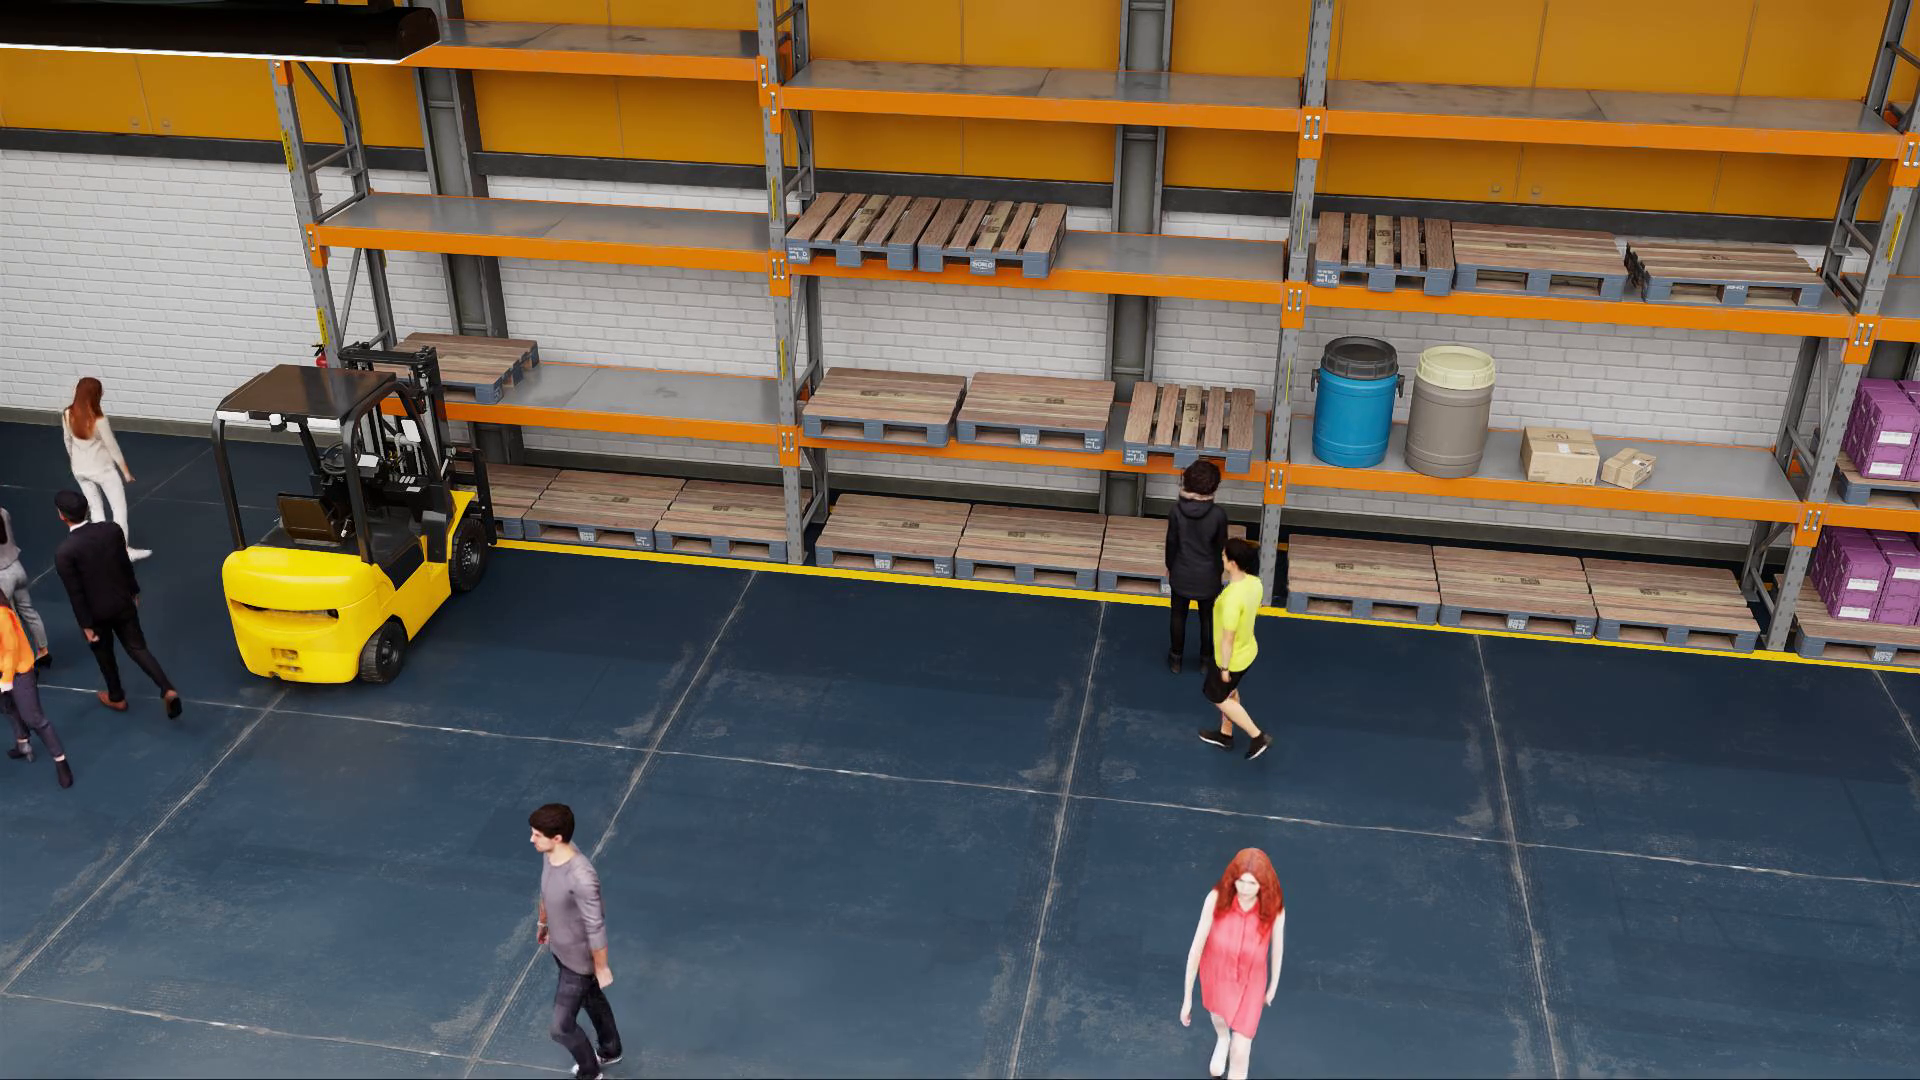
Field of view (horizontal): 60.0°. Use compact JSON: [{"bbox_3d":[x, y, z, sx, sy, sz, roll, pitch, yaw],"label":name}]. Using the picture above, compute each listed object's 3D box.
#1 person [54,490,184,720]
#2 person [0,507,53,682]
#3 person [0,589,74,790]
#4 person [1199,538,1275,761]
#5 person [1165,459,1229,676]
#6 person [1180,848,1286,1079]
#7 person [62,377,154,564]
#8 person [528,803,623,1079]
[{"bbox_3d":[-6.046,0.500,11.907,1.255,1.859,1.013,17,33,29],"label":"person"},{"bbox_3d":[-7.154,0.315,12.436,0.567,1.677,0.612,4,29,7],"label":"person"},{"bbox_3d":[-6.519,0.861,11.378,1.033,1.732,0.731,-25,37,-38],"label":"person"},{"bbox_3d":[1.979,0.820,11.572,0.939,1.618,0.805,17,33,28],"label":"person"},{"bbox_3d":[1.775,0.223,12.496,0.534,1.781,0.680,6,29,12],"label":"person"},{"bbox_3d":[1.435,2.289,8.721,1.128,1.770,0.775,9,30,16],"label":"person"},{"bbox_3d":[-7.345,-0.591,14.089,0.513,1.685,0.745,-4,29,-8],"label":"person"},{"bbox_3d":[-1.967,2.150,8.902,0.911,1.839,0.861,-17,33,-28],"label":"person"}]
